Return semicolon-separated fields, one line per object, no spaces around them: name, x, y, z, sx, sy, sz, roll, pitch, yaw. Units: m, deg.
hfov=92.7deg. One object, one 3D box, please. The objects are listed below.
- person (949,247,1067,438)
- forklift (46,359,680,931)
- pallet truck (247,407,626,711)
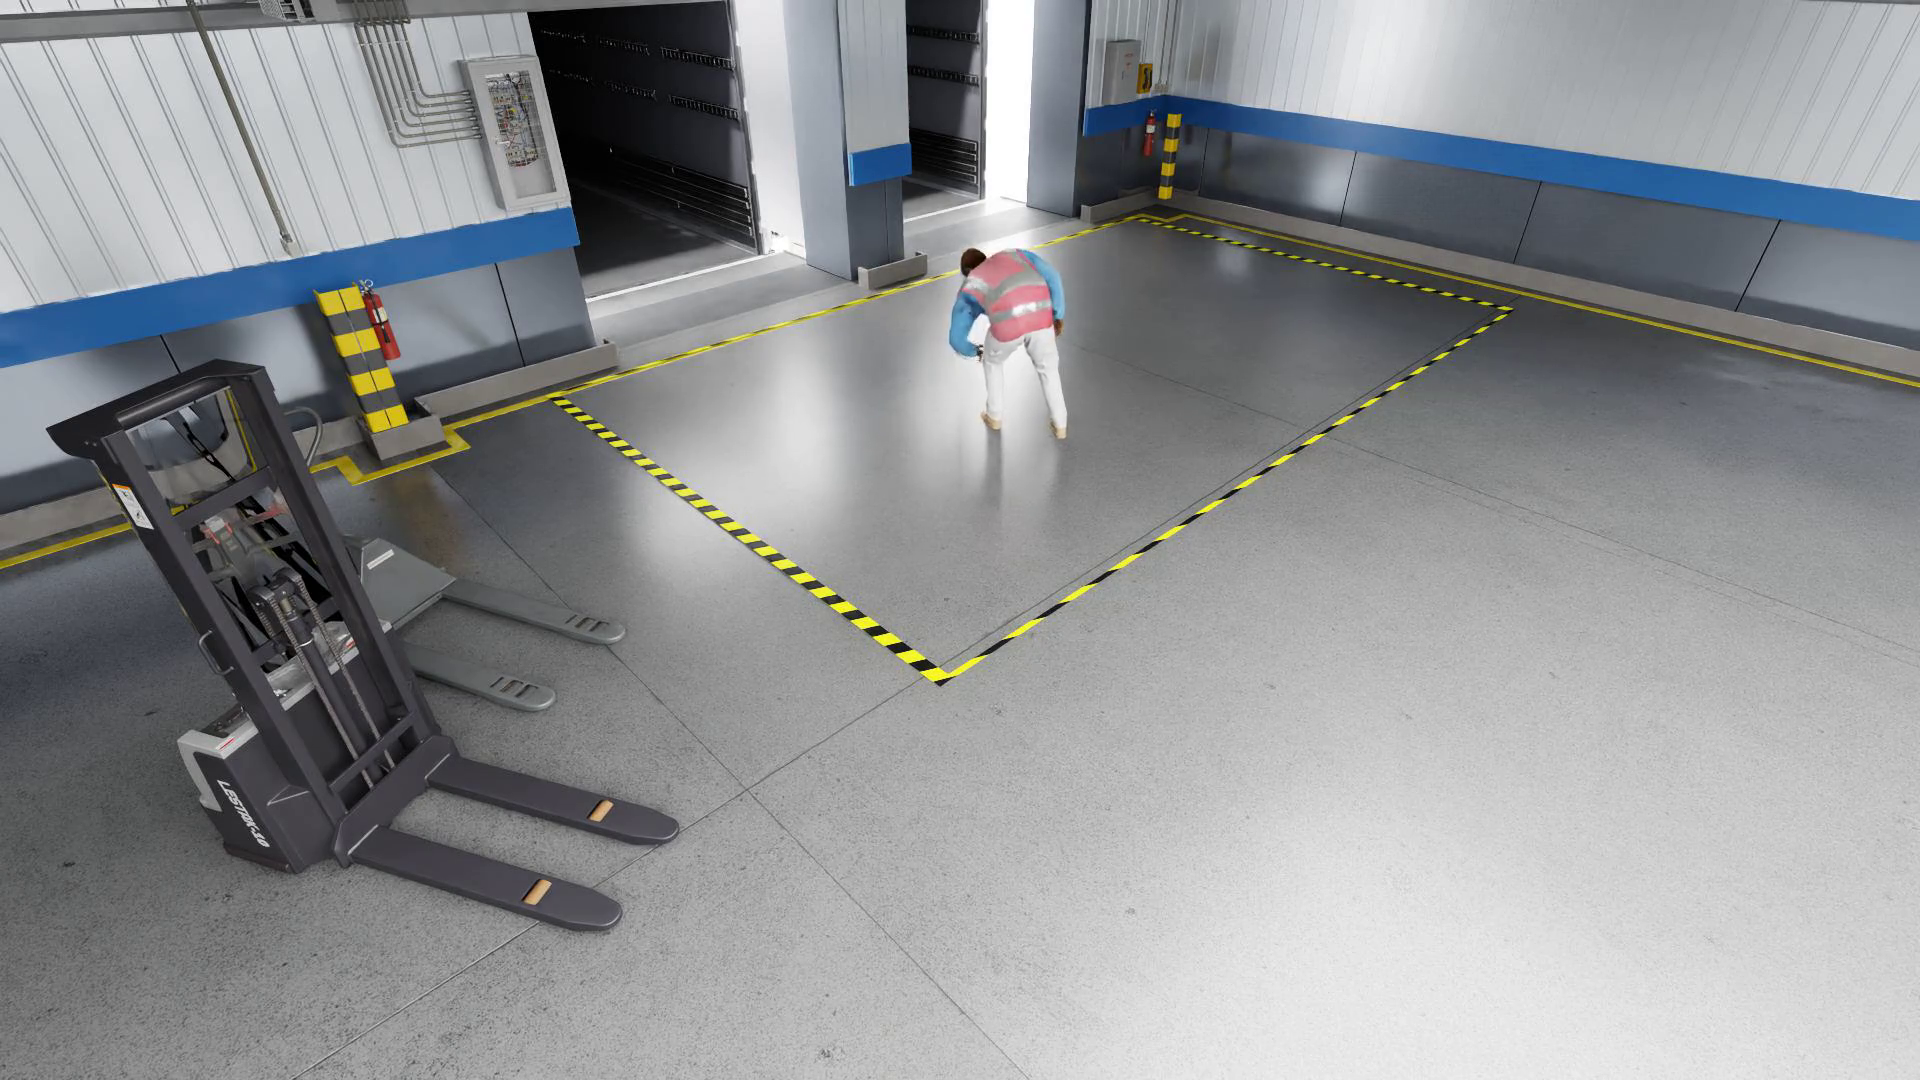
person;0.344;-1.477;6.784;0.878;1.315;0.889;-3;34;-5
forklift;-2.135;0.422;3.354;1.885;1.965;0.823;10;35;14
pallet truck;-2.628;0.038;4.590;1.601;1.201;0.680;12;36;18
